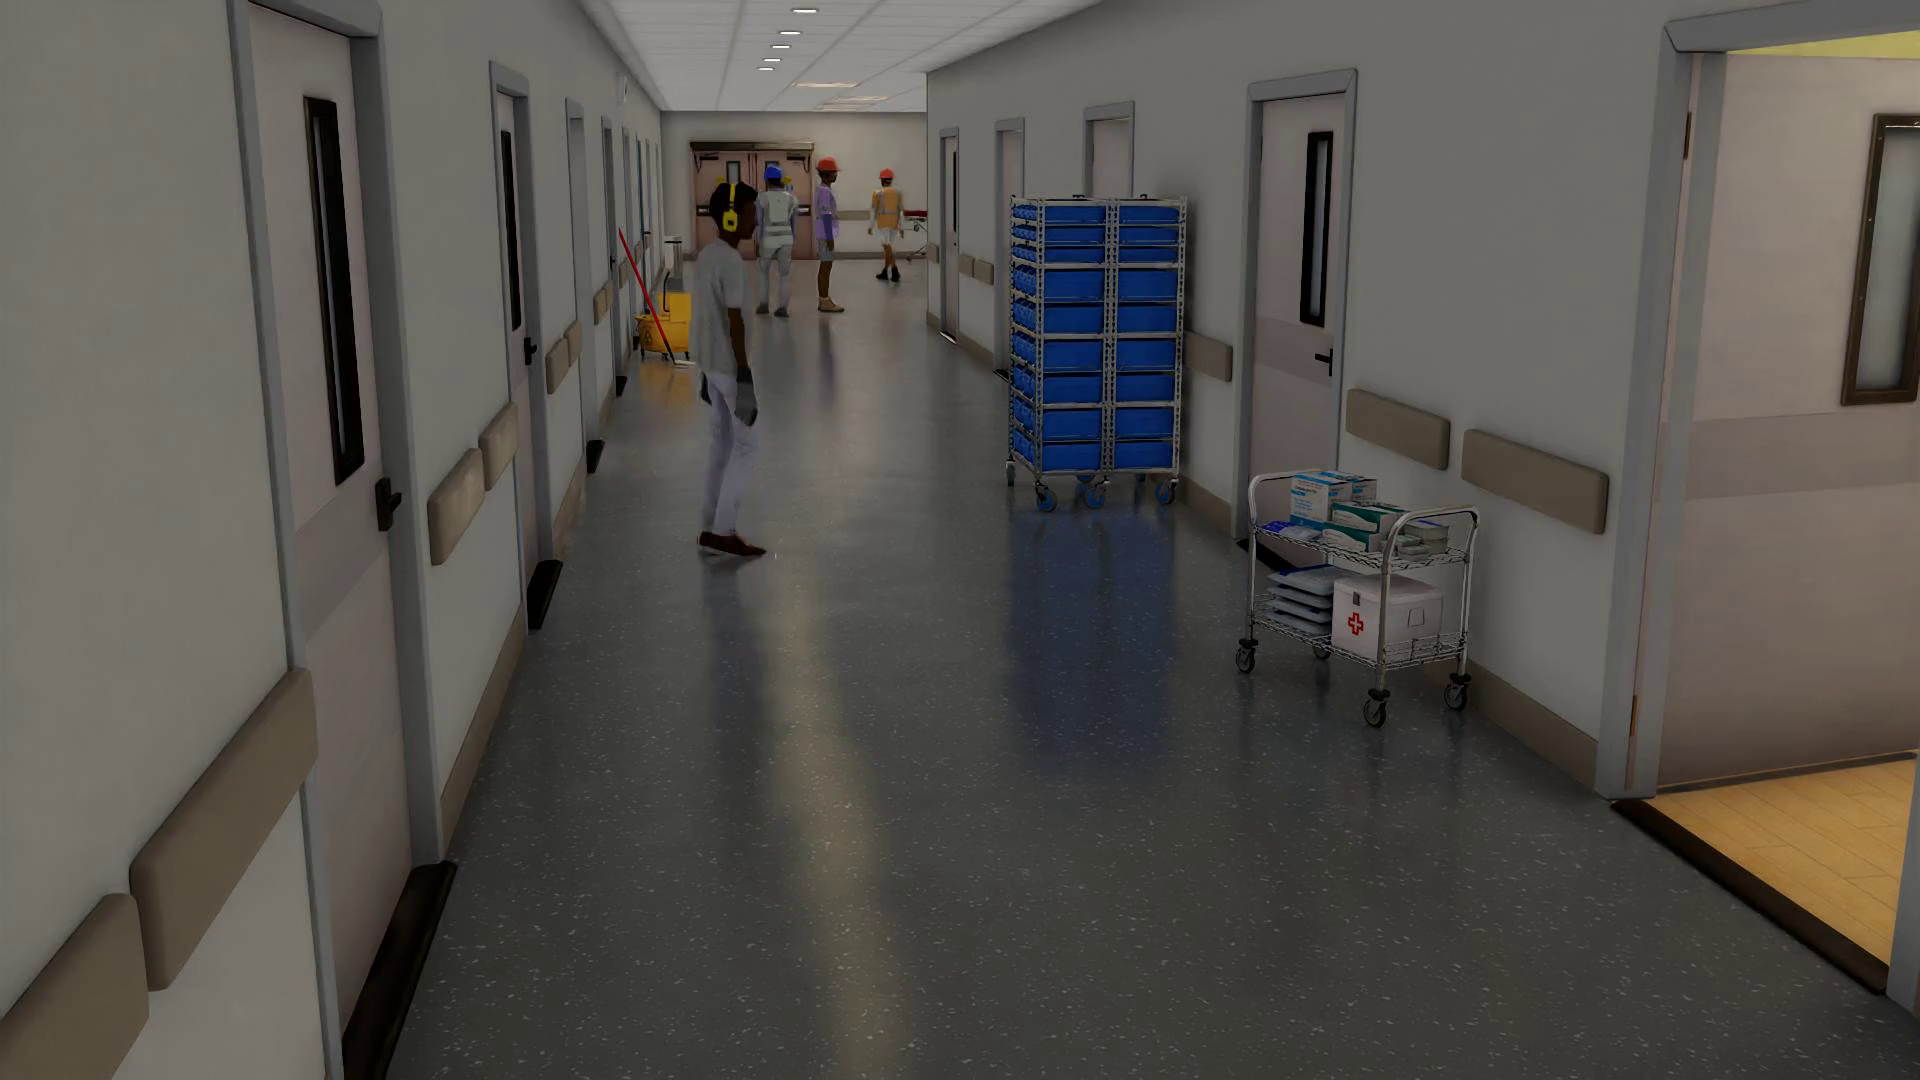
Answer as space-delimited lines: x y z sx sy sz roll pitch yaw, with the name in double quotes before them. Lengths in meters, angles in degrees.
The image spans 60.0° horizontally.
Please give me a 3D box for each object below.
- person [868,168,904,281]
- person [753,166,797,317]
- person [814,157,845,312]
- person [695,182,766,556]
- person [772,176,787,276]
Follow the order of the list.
"person" -1.207 -5.341 28.214 0.548 1.902 0.957 -8 15 -31
"person" -2.443 -3.876 21.621 0.617 1.920 0.757 -6 14 -26
"person" -1.759 -4.069 22.208 0.368 2.047 0.606 -2 13 -11
"person" -1.167 -0.830 8.312 0.330 1.856 0.611 -6 14 -26
"person" -3.185 -5.552 29.422 0.310 1.768 0.533 2 13 10
